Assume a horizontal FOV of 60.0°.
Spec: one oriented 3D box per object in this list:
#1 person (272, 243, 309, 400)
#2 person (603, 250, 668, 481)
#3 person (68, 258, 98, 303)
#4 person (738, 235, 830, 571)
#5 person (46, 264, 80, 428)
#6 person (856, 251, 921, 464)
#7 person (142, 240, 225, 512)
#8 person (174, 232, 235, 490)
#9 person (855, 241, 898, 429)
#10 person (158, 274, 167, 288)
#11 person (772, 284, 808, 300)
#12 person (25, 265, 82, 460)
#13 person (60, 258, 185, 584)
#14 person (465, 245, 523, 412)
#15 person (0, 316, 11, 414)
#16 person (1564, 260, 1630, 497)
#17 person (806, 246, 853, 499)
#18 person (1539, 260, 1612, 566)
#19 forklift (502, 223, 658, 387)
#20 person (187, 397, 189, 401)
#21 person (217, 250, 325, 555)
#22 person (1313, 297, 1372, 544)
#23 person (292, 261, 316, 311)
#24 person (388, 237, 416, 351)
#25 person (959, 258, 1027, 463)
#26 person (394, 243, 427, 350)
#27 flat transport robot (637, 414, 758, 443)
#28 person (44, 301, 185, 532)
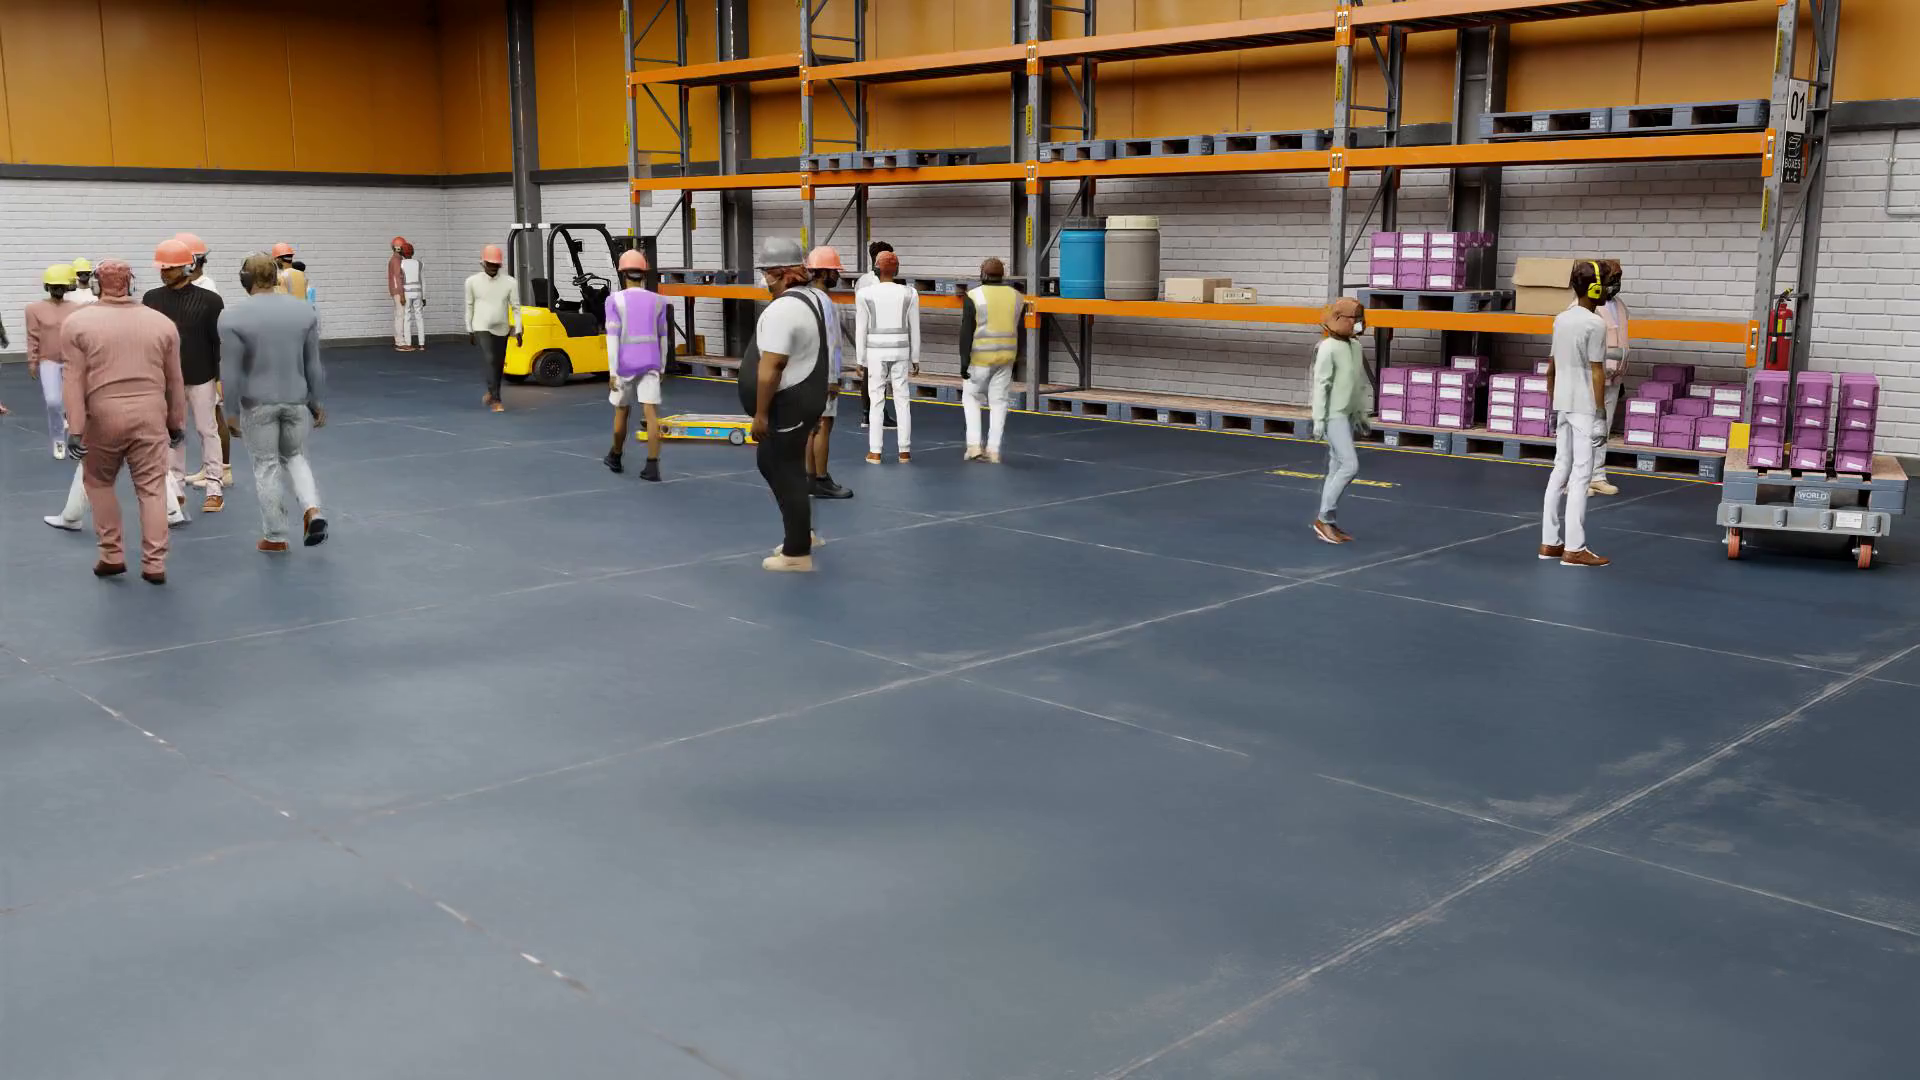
[{"bbox_3d":[-8.189,-2.654,20.324,0.374,1.928,0.542,2,11,13],"label":"person"},{"bbox_3d":[-2.746,-1.471,13.962,0.565,1.887,0.979,-6,12,-30],"label":"person"},{"bbox_3d":[-9.748,-2.256,18.587,0.533,1.770,0.307,-2,11,-13],"label":"person"},{"bbox_3d":[-1.072,-0.823,10.030,0.536,2.000,0.688,2,11,8],"label":"person"},{"bbox_3d":[-9.353,-2.053,17.622,0.509,1.716,0.745,8,13,36],"label":"person"},{"bbox_3d":[-0.641,-1.617,14.786,0.584,1.884,0.348,-2,11,-10],"label":"person"},{"bbox_3d":[-5.665,-1.184,12.149,0.608,1.987,0.391,0,10,-2],"label":"person"},{"bbox_3d":[-6.084,-1.423,13.302,0.386,2.042,0.609,-9,13,-39],"label":"person"},{"bbox_3d":[-0.858,-2.141,17.444,0.376,1.959,0.600,-7,12,-34],"label":"person"},{"bbox_3d":[-10.101,-2.705,21.458,0.741,1.605,0.506,9,14,40],"label":"person"},{"bbox_3d":[-1.945,-2.405,19.001,0.370,1.915,0.597,7,12,32],"label":"person"},{"bbox_3d":[-8.038,-1.577,14.912,0.541,1.749,0.442,-8,13,-36],"label":"person"},{"bbox_3d":[-4.909,-0.693,9.743,0.684,1.880,0.708,-9,14,-41],"label":"person"},{"bbox_3d":[-5.456,-2.483,19.448,0.624,1.930,1.005,-5,11,-23],"label":"person"},{"bbox_3d":[-11.191,-2.357,18.959,0.733,1.847,0.539,2,11,13],"label":"person"},{"bbox_3d":[4.952,-1.247,12.927,0.622,1.836,0.431,-7,13,-35],"label":"person"},{"bbox_3d":[-1.043,-1.287,12.837,0.352,1.940,0.545,-3,11,-18],"label":"person"},{"bbox_3d":[3.823,-0.779,10.263,0.321,1.868,0.561,-3,11,-14],"label":"person"},{"bbox_3d":[-5.316,-3.263,22.920,2.313,2.155,1.214,-10,14,-44],"label":"forklift"},{"bbox_3d":[-9.334,-2.650,20.386,0.736,1.903,0.645,-7,12,-33],"label":"person"},{"bbox_3d":[-4.295,-0.842,10.439,0.505,1.927,0.648,9,14,41],"label":"person"},{"bbox_3d":[2.528,-0.775,10.923,0.397,1.622,0.508,7,13,35],"label":"person"},{"bbox_3d":[-9.139,-3.007,22.932,0.532,1.672,0.615,-1,10,-5],"label":"person"},{"bbox_3d":[-9.823,-4.314,29.235,0.409,1.995,0.620,-4,11,-22],"label":"person"},{"bbox_3d":[0.266,-1.594,14.858,0.661,1.822,0.480,-5,11,-25],"label":"person"},{"bbox_3d":[-9.665,-4.268,29.249,0.574,1.883,0.356,-8,13,-38],"label":"person"},{"bbox_3d":[-2.392,-1.105,16.399,1.431,0.197,0.652,2,11,13],"label":"flat transport robot"},{"bbox_3d":[-5.789,-0.838,11.353,0.919,1.581,0.525,0,10,-1],"label":"person"}]
